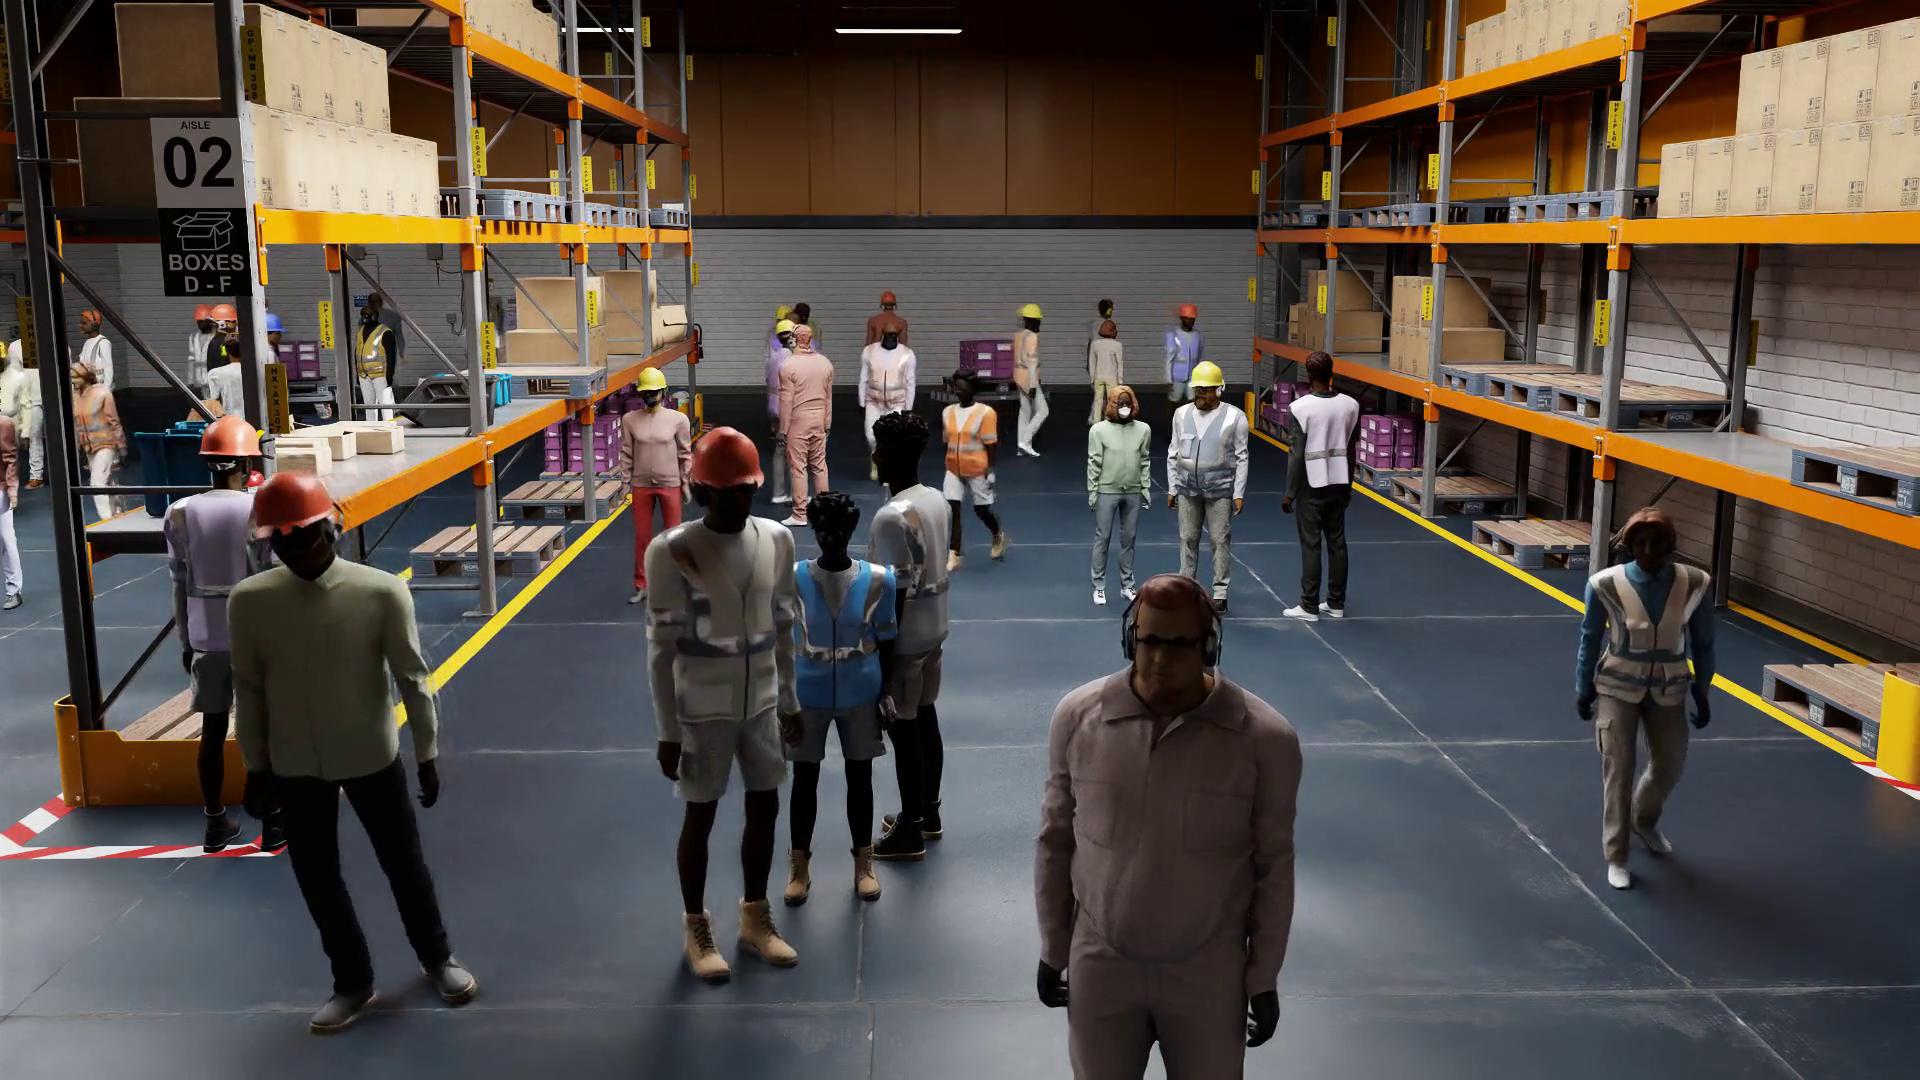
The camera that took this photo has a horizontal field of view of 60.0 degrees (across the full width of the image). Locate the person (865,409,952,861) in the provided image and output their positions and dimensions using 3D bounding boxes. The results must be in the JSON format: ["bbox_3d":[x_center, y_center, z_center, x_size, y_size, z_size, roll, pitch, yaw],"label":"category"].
[{"bbox_3d":[-0.240,0.416,7.255,0.362,1.960,0.611,3,11,19],"label":"person"}]

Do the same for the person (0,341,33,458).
[{"bbox_3d":[-9.179,-1.042,15.879,0.603,1.775,0.921,-7,12,-35],"label":"person"}]

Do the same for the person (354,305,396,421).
[{"bbox_3d":[-7.808,-2.198,22.144,0.635,1.842,0.429,5,11,24],"label":"person"}]

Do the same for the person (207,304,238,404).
[{"bbox_3d":[-8.120,-1.611,18.448,0.395,1.994,0.612,-5,11,-24],"label":"person"}]

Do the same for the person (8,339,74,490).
[{"bbox_3d":[-9.929,-1.503,18.007,0.635,1.937,0.355,-2,10,-12],"label":"person"}]

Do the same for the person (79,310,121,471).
[{"bbox_3d":[-10.104,-1.742,19.493,0.576,1.882,0.355,9,13,40],"label":"person"}]

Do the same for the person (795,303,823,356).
[{"bbox_3d":[-2.218,-2.454,23.636,0.632,1.815,0.739,-5,11,-27],"label":"person"}]

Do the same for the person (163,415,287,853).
[{"bbox_3d":[-3.172,0.419,7.331,0.541,1.932,0.382,0,10,-3],"label":"person"}]

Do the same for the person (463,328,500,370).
[{"bbox_3d":[-6.542,-2.291,22.707,0.556,1.821,0.946,0,10,2],"label":"person"}]

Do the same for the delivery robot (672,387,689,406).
[{"bbox_3d":[-4.063,-1.994,24.331,0.477,0.478,0.707,-7,12,-33],"label":"delivery robot"}]

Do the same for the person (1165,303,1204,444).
[{"bbox_3d":[2.926,-2.151,21.765,0.565,1.894,1.003,-3,11,-15],"label":"person"}]

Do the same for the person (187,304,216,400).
[{"bbox_3d":[-9.467,-2.049,21.153,0.538,1.906,0.954,4,11,19],"label":"person"}]

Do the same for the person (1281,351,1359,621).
[{"bbox_3d":[2.554,-0.374,11.789,0.590,1.913,0.396,-5,11,-26],"label":"person"}]

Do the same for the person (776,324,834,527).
[{"bbox_3d":[-1.493,-1.079,15.735,0.403,1.906,0.652,9,14,42],"label":"person"}]

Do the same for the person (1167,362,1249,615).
[{"bbox_3d":[1.767,-0.370,11.987,0.600,1.829,0.404,5,12,28],"label":"person"}]

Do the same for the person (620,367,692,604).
[{"bbox_3d":[-2.249,-0.389,12.300,0.535,1.770,0.336,0,10,1],"label":"person"}]

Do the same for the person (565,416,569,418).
[{"bbox_3d":[-5.544,-2.579,24.097,0.525,1.906,0.646,-2,10,-14],"label":"person"}]

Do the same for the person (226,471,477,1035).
[{"bbox_3d":[-2.092,0.717,5.625,0.673,1.956,0.581,-1,10,-8],"label":"person"}]

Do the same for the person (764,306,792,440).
[{"bbox_3d":[-2.365,-2.264,22.568,0.592,1.822,0.404,1,10,7],"label":"person"}]

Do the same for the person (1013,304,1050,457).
[{"bbox_3d":[0.879,-1.967,20.652,0.419,1.910,0.627,-3,11,-17],"label":"person"}]

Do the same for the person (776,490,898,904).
[{"bbox_3d":[-0.512,0.636,6.760,0.531,1.698,0.320,-1,10,-6],"label":"person"}]

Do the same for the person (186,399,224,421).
[{"bbox_3d":[-5.030,-0.133,11.217,0.498,1.634,0.284,10,14,44],"label":"person"}]

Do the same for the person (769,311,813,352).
[{"bbox_3d":[-2.074,-1.910,20.590,0.579,1.824,0.626,-5,11,-24],"label":"person"}]

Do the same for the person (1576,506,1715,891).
[{"bbox_3d":[2.857,0.631,7.024,0.531,1.611,0.566,1,10,8],"label":"person"}]

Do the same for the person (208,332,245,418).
[{"bbox_3d":[-6.599,-0.962,15.221,0.568,1.864,0.412,-4,11,-23],"label":"person"}]

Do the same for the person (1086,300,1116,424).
[{"bbox_3d":[2.152,-2.628,24.572,0.809,1.832,0.551,-9,14,-42],"label":"person"}]

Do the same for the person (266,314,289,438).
[{"bbox_3d":[-7.096,-1.352,17.139,0.404,1.945,0.615,-7,12,-33],"label":"person"}]

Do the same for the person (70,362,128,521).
[{"bbox_3d":[-7.835,-0.812,15.080,0.524,1.602,0.653,4,11,22],"label":"person"}]

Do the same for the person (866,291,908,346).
[{"bbox_3d":[-1.067,-2.673,24.475,0.605,1.969,0.924,-2,10,-9],"label":"person"}]

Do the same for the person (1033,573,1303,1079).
[{"bbox_3d":[0.484,1.017,4.056,0.643,1.908,0.411,3,11,16],"label":"person"}]

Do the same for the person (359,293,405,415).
[{"bbox_3d":[-9.035,-2.906,25.992,0.646,1.872,1.043,-6,12,-28],"label":"person"}]

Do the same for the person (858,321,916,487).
[{"bbox_3d":[-0.801,-1.491,18.267,0.647,1.820,0.431,0,10,1],"label":"person"}]

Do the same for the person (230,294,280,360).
[{"bbox_3d":[-9.502,-2.364,22.517,0.593,2.000,0.699,4,11,22],"label":"person"}]

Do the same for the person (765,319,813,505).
[{"bbox_3d":[-1.787,-1.303,17.027,0.504,1.884,0.633,-9,14,-43],"label":"person"}]

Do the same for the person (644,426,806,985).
[{"bbox_3d":[-0.834,0.595,6.041,0.626,2.040,0.390,-8,13,-37],"label":"person"}]

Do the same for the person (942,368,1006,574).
[{"bbox_3d":[0.102,-0.586,13.629,0.534,1.669,0.739,6,12,30],"label":"person"}]

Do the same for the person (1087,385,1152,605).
[{"bbox_3d":[1.184,-0.335,12.347,0.507,1.631,0.266,-3,11,-17],"label":"person"}]

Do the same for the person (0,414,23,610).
[{"bbox_3d":[-7.130,-0.361,12.123,0.530,1.768,0.312,0,10,-2],"label":"person"}]

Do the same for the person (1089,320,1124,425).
[{"bbox_3d":[1.983,-2.151,22.465,0.507,1.632,0.264,6,12,32],"label":"person"}]
